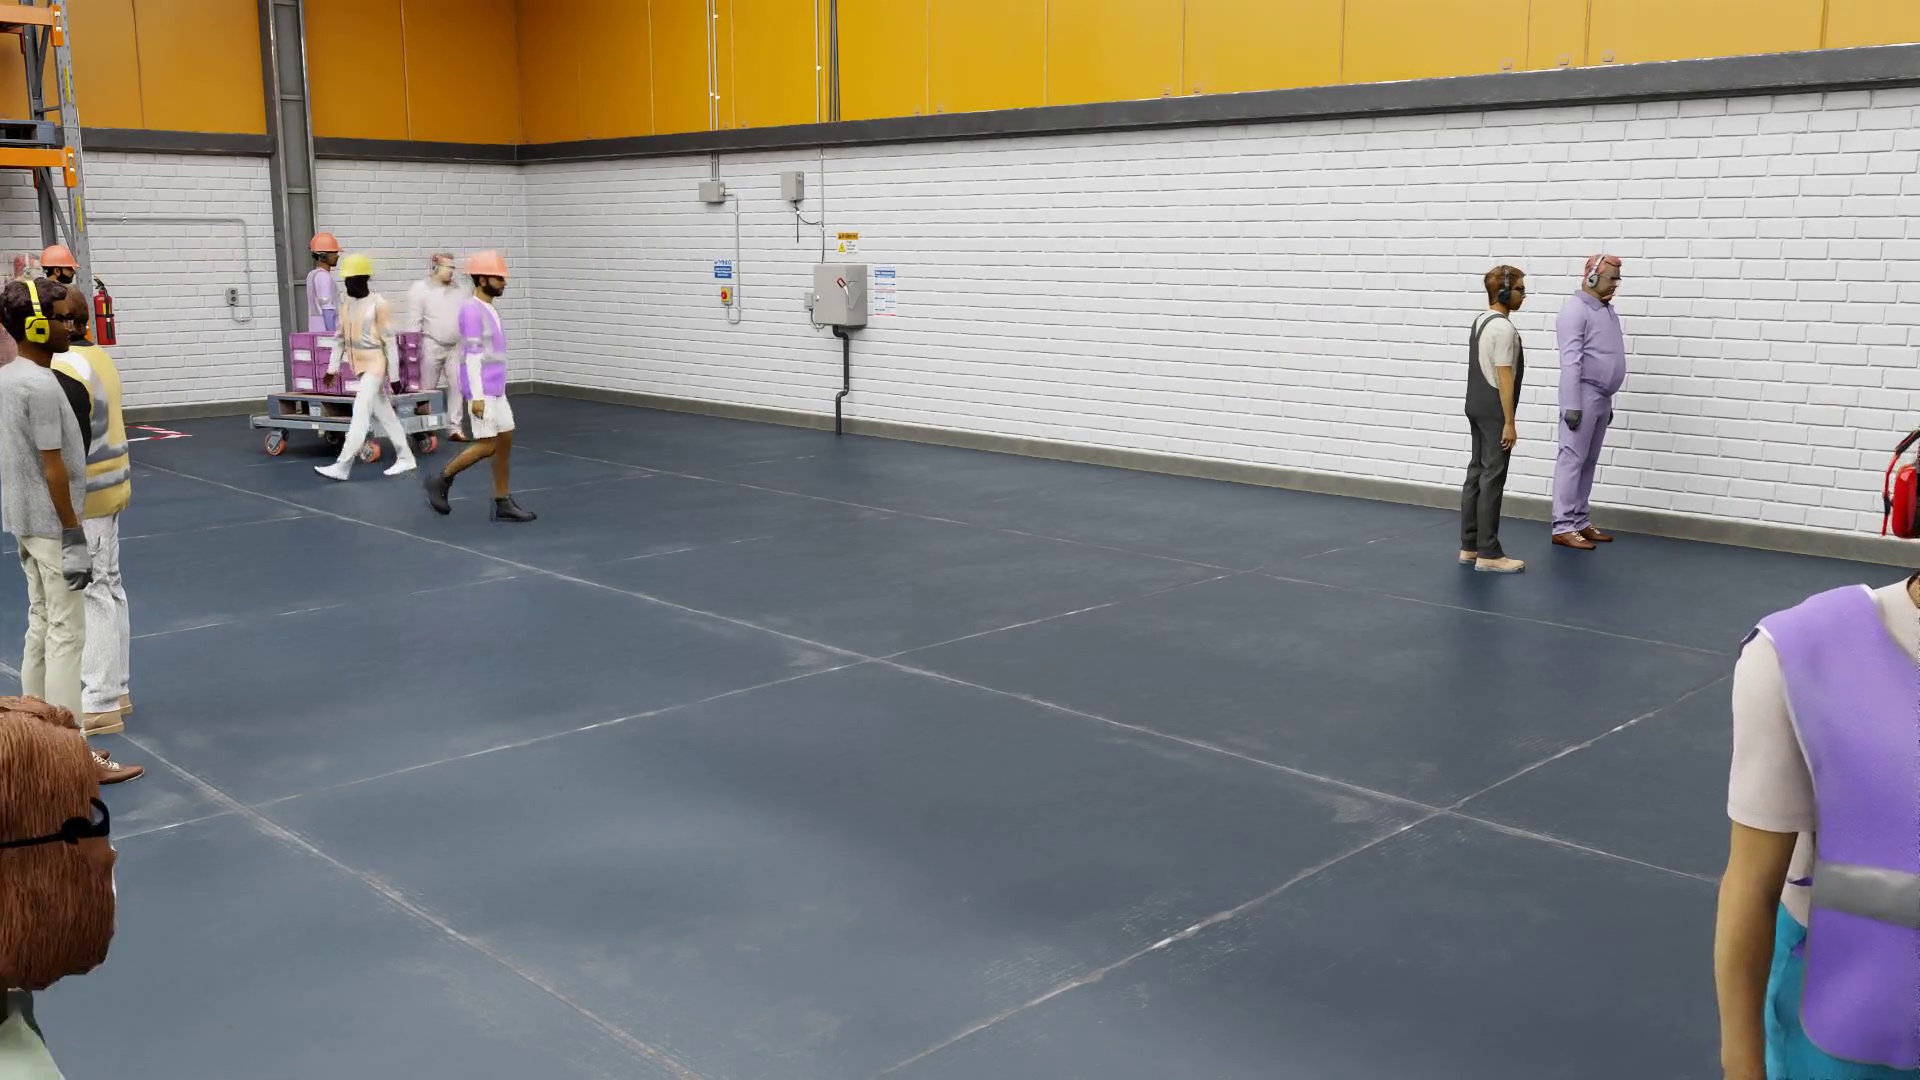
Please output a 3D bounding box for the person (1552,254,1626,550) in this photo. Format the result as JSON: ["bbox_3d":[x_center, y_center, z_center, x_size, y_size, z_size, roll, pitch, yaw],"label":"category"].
[{"bbox_3d":[4.113,-0.902,10.846,0.407,1.902,0.638,9,13,39],"label":"person"}]

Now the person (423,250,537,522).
[{"bbox_3d":[-3.383,-1.061,11.659,0.675,1.920,0.565,1,10,6],"label":"person"}]

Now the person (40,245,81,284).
[{"bbox_3d":[-7.500,-1.492,13.958,0.357,1.936,0.551,-9,13,-39],"label":"person"}]

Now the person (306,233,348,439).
[{"bbox_3d":[-6.275,-2.021,16.558,0.377,2.045,0.605,-6,12,-31],"label":"person"}]

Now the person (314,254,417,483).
[{"bbox_3d":[-4.961,-1.428,13.809,0.596,1.864,1.022,8,13,39],"label":"person"}]

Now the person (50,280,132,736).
[{"bbox_3d":[-3.605,-0.122,6.757,0.429,1.844,0.623,-3,11,-16],"label":"person"}]

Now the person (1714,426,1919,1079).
[{"bbox_3d":[1.290,0.698,2.276,0.565,1.841,0.387,-1,10,-5],"label":"person"}]

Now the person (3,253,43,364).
[{"bbox_3d":[-8.249,-1.631,14.924,0.981,1.854,0.657,-9,13,-39],"label":"person"}]

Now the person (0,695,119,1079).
[{"bbox_3d":[-0.940,0.948,1.543,0.499,1.619,0.417,9,13,39],"label":"person"}]

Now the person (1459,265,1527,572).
[{"bbox_3d":[3.240,-0.731,10.067,0.345,1.846,0.506,-1,10,-4],"label":"person"}]

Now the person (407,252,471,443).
[{"bbox_3d":[-5.163,-1.906,16.426,0.649,1.869,0.867,-9,14,-41],"label":"person"}]

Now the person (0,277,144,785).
[{"bbox_3d":[-3.321,-0.019,6.114,0.510,1.872,0.329,10,14,43],"label":"person"}]
